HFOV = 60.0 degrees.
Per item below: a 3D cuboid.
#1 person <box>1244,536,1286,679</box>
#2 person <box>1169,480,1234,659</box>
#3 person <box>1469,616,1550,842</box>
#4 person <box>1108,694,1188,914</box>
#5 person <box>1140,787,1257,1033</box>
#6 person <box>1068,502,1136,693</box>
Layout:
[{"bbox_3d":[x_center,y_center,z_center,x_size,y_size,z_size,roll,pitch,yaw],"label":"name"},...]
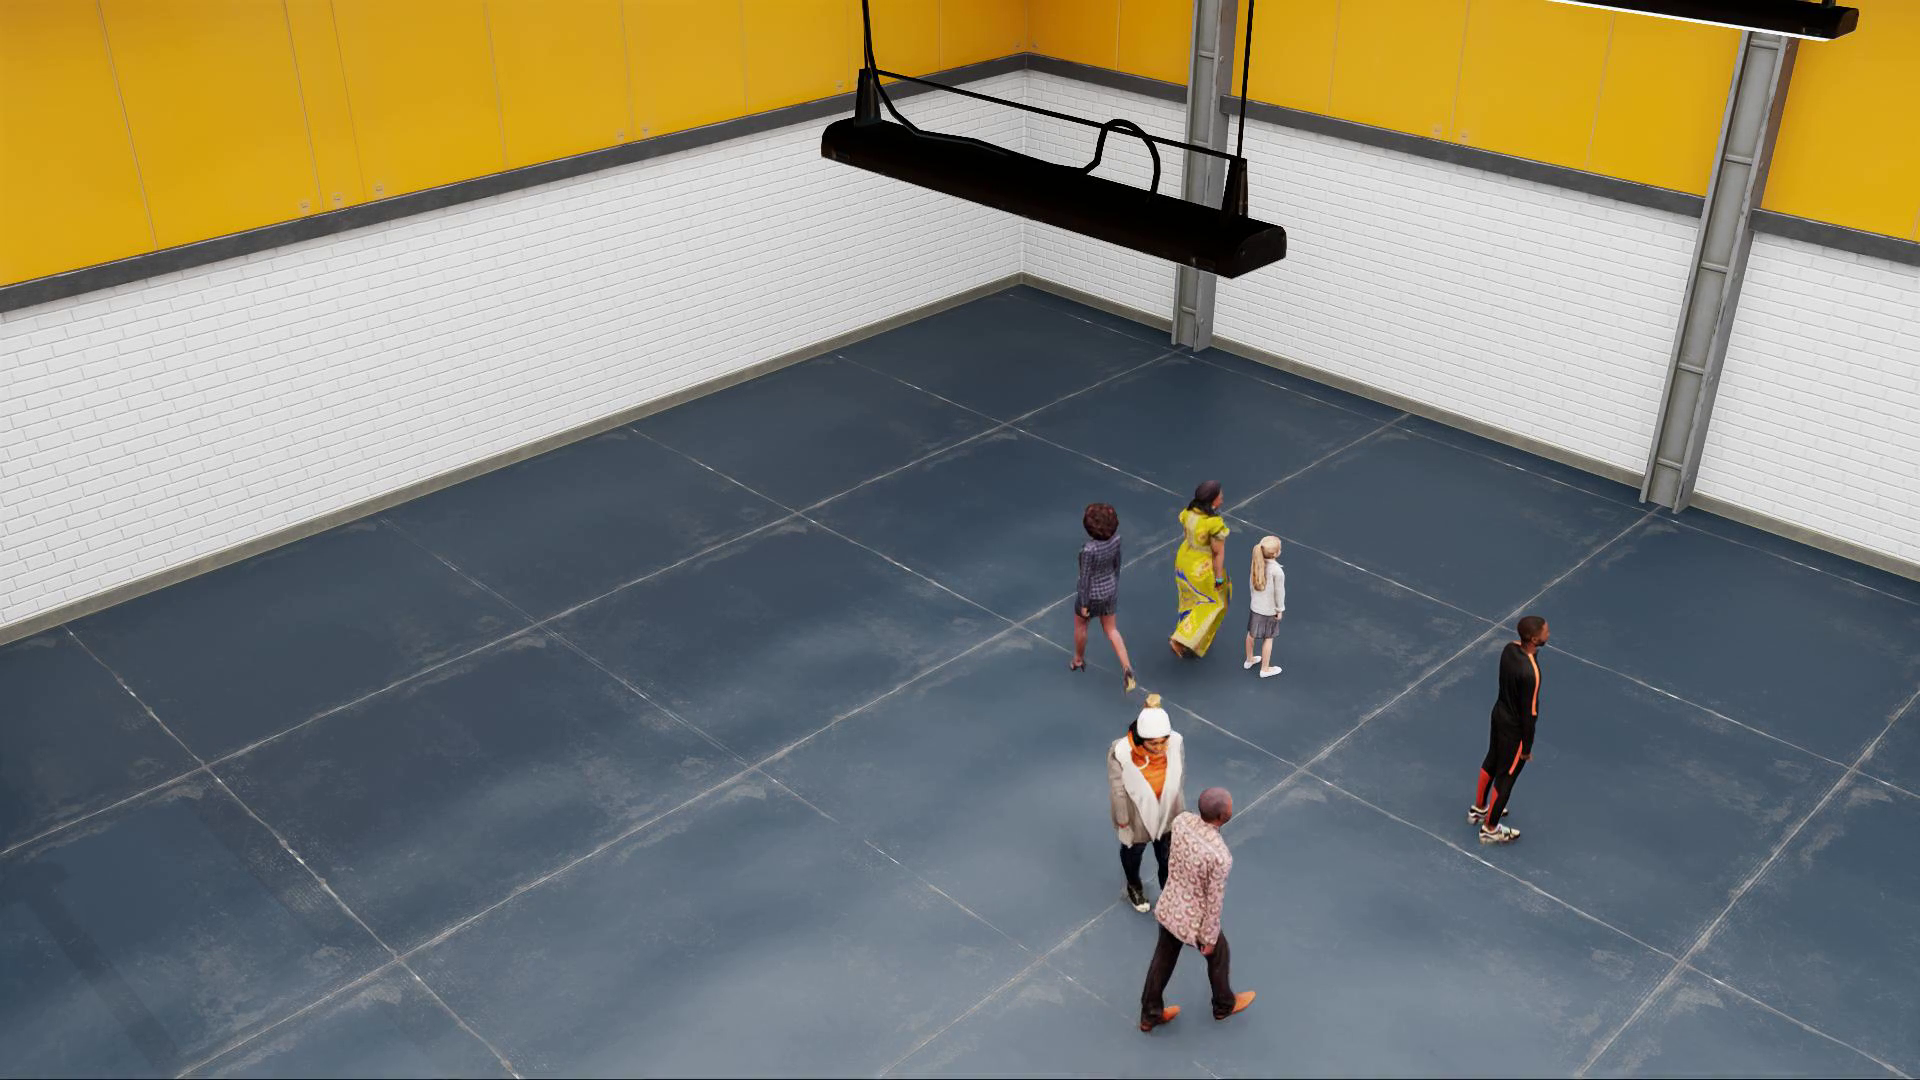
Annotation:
[{"bbox_3d":[2.522,0.528,13.733,0.591,1.275,0.484,-20,35,-33],"label":"person"},{"bbox_3d":[1.934,0.287,13.791,0.867,1.642,0.906,-19,34,-30],"label":"person"},{"bbox_3d":[3.888,1.308,11.750,0.761,1.806,0.672,-4,29,-8],"label":"person"},{"bbox_3d":[1.219,1.687,10.987,0.985,1.871,1.053,-8,30,-14],"label":"person"},{"bbox_3d":[1.319,2.275,10.004,0.884,1.779,0.976,-20,34,-32],"label":"person"},{"bbox_3d":[1.169,0.492,13.384,0.754,1.673,1.068,-18,33,-30],"label":"person"}]
